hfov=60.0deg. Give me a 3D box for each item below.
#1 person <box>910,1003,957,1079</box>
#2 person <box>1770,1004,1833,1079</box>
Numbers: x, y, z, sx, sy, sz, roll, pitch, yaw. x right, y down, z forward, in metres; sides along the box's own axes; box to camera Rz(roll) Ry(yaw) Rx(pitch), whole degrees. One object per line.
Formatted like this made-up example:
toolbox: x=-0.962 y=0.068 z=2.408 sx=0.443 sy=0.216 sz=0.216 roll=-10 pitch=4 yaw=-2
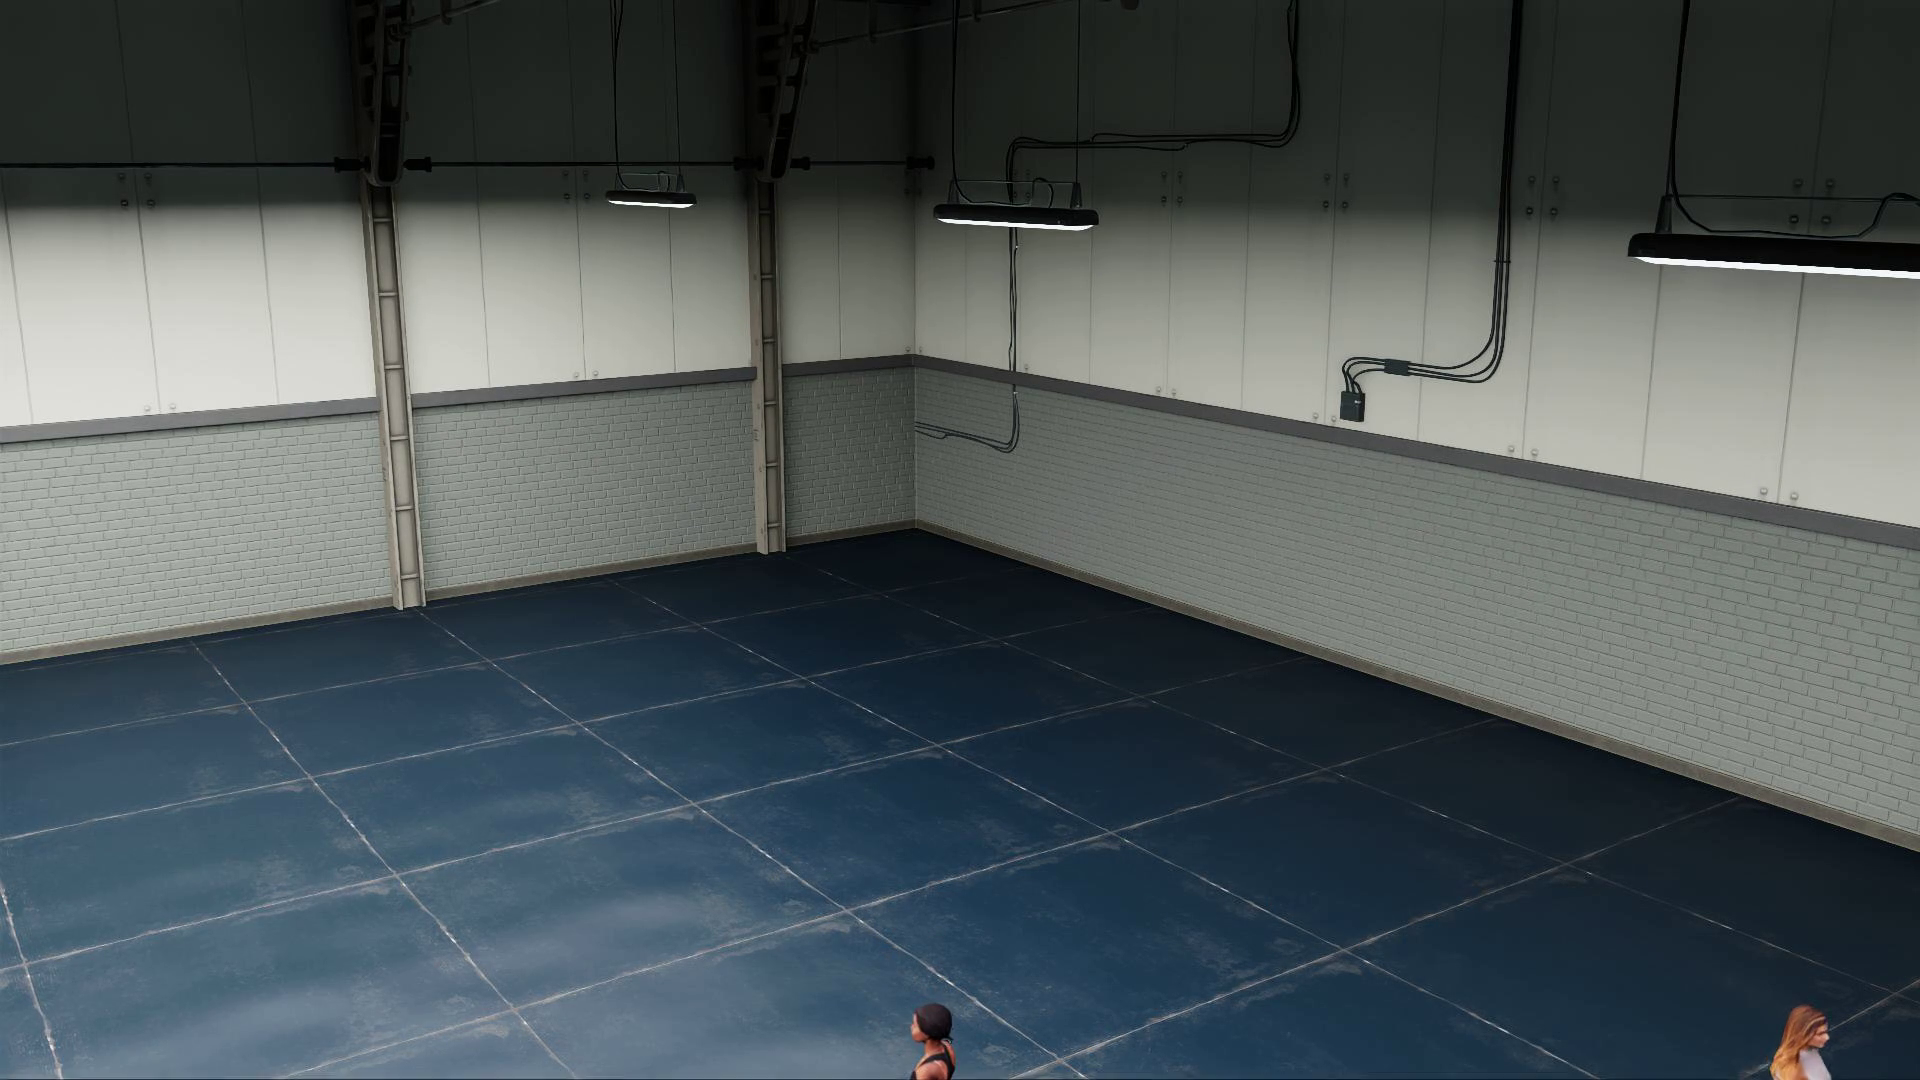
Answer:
person: x=-0.145 y=3.478 z=9.689 sx=0.721 sy=1.701 sz=0.639 roll=4 pitch=14 yaw=17
person: x=4.740 y=3.469 z=9.646 sx=0.829 sy=1.738 sz=1.072 roll=10 pitch=17 yaw=38
